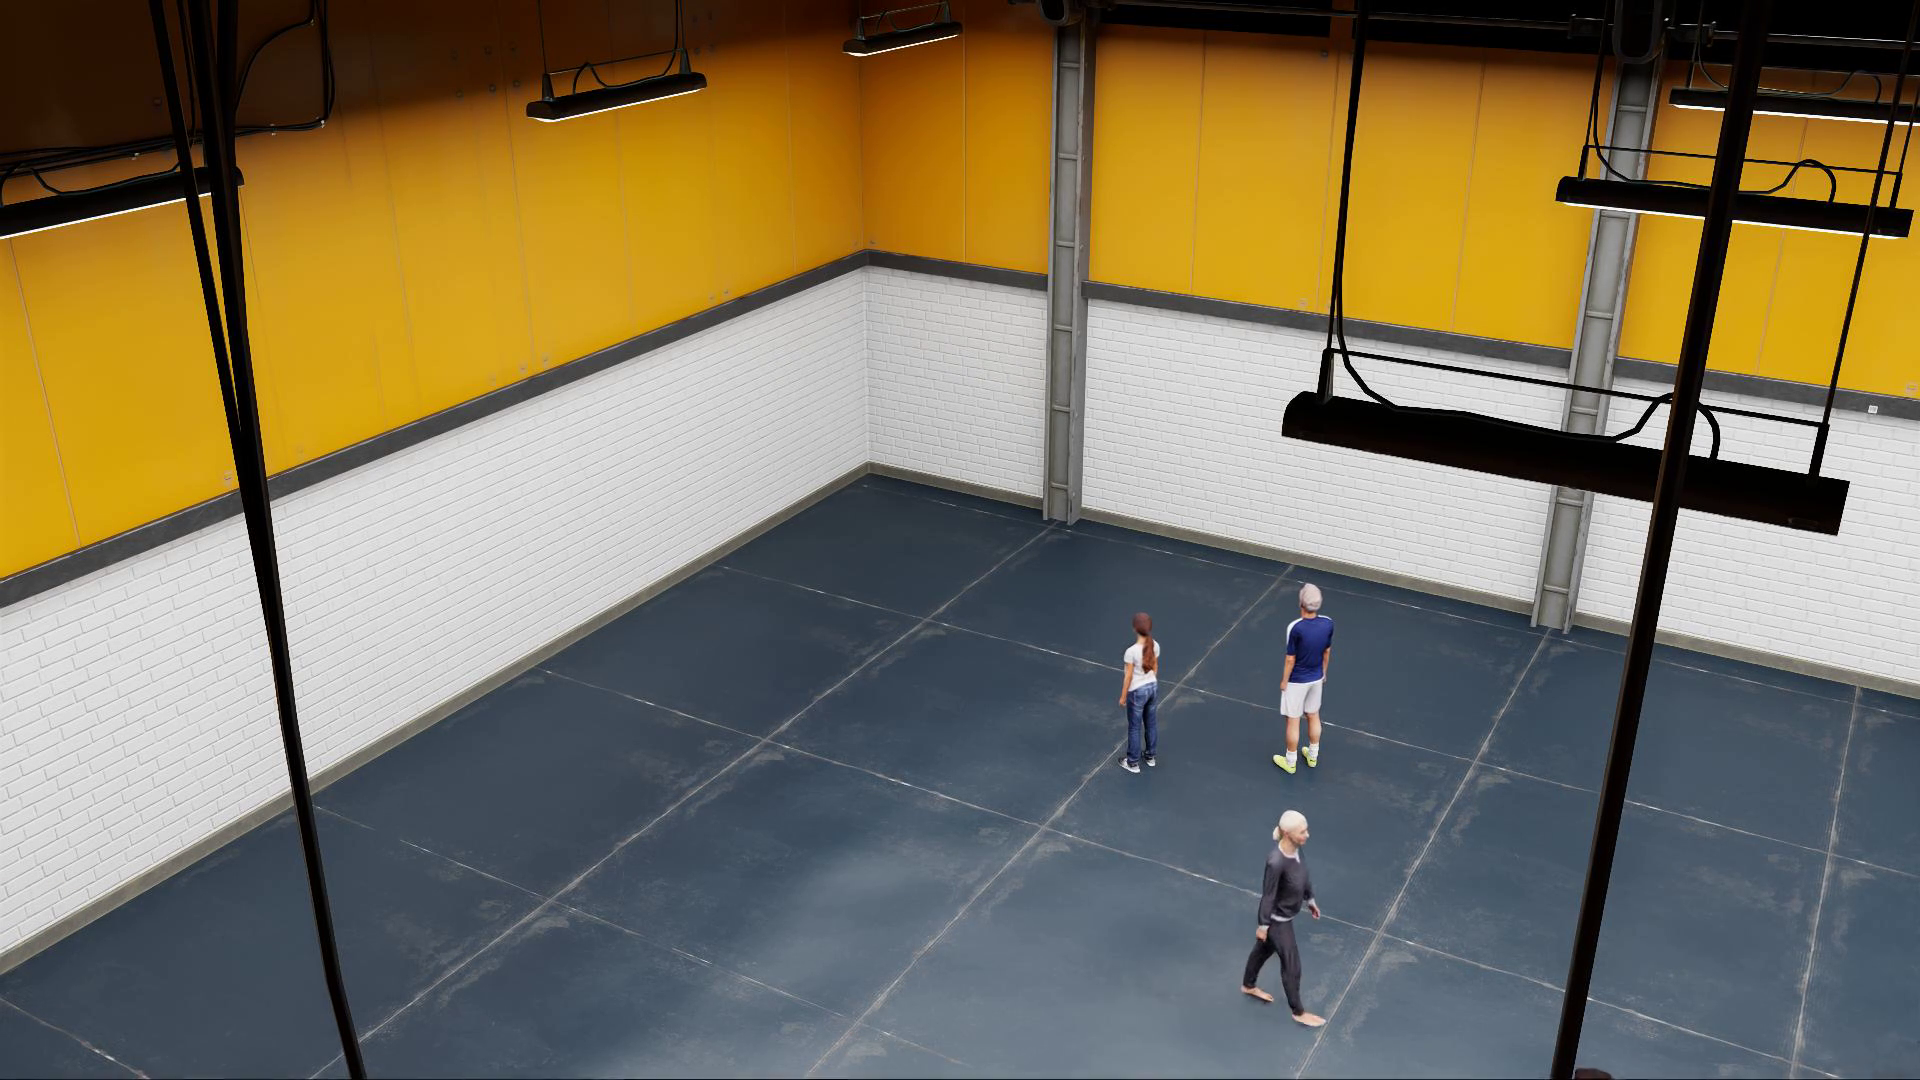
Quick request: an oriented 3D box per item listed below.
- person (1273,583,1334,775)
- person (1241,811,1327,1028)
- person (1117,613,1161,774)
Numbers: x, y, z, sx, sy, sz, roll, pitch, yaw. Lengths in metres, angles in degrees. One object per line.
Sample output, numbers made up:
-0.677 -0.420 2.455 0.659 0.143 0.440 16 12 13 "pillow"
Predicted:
3.136 1.253 15.161 0.720 1.837 0.742 -10 26 -22 "person"
2.243 2.672 12.084 0.913 1.702 0.665 10 26 22 "person"
1.662 1.378 15.216 0.626 1.563 0.657 -13 27 -27 "person"
